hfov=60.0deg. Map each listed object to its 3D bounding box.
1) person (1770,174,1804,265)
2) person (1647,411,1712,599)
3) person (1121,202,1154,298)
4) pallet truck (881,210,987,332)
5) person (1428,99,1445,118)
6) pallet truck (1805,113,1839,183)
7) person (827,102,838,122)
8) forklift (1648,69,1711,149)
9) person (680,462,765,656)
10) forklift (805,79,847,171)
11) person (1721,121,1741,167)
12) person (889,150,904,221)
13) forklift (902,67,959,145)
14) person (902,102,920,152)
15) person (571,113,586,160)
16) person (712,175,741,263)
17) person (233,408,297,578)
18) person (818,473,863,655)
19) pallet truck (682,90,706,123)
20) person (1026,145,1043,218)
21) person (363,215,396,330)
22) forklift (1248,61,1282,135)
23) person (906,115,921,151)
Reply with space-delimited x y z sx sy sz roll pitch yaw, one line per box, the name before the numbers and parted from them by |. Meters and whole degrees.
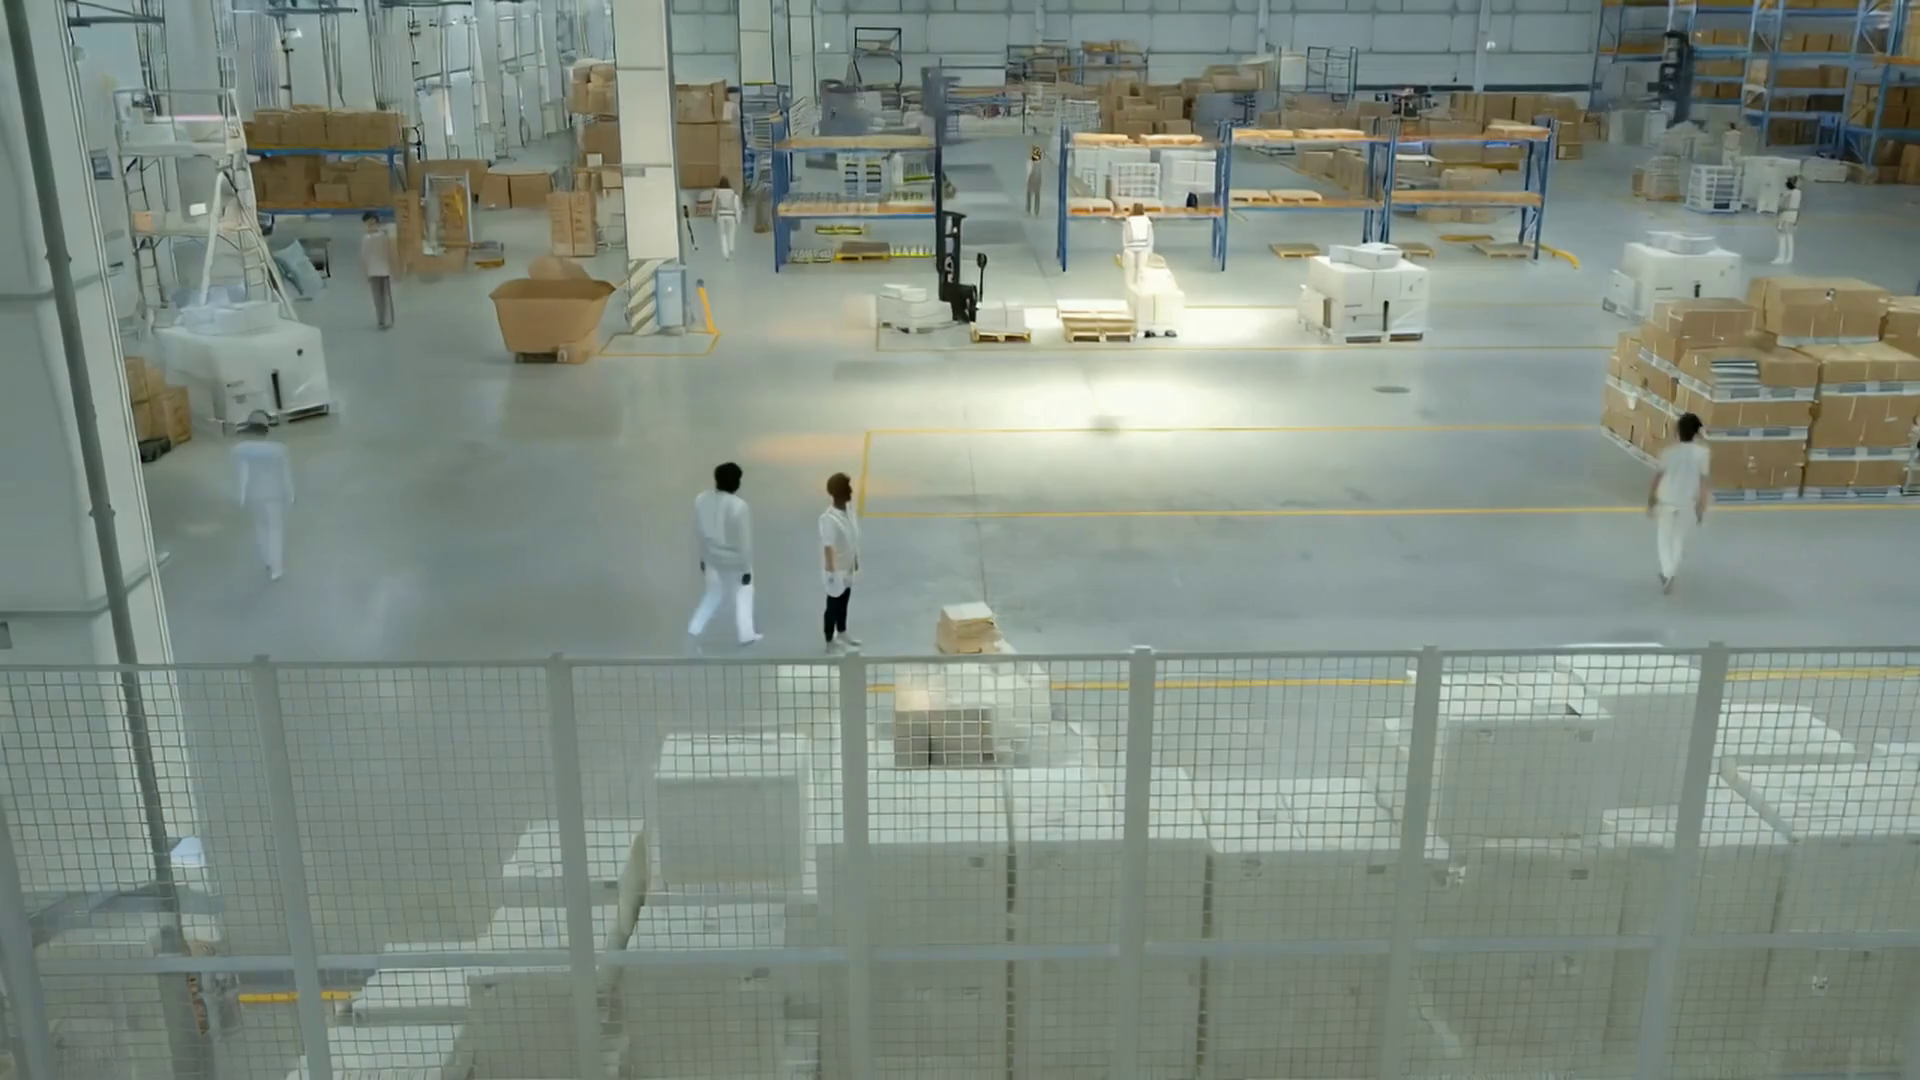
person | 17.827 -6.911 35.851 0.539 1.929 0.397 -6 20 -18
person | 7.128 -0.345 16.491 0.532 1.852 0.781 3 19 8
person | 3.406 -5.579 32.045 0.624 1.835 0.431 -1 19 -2
pallet truck | -0.493 -4.759 29.349 1.885 1.965 0.823 -13 23 -34
person | 16.736 -14.552 58.552 0.621 1.901 0.571 -4 19 -13
pallet truck | 26.403 -11.957 50.702 0.823 1.965 1.885 6 19 16
person | -4.687 -15.152 60.732 0.517 1.639 0.313 -1 19 -3
forklift | 26.017 -15.503 59.863 1.873 2.768 1.129 5 19 14
person | -2.165 0.200 14.949 0.634 1.814 0.835 13 23 34
forklift | -4.097 -13.405 53.639 1.129 2.768 1.873 -17 25 -40
person | 24.042 -12.198 51.891 0.543 1.686 0.485 5 19 14
person | -1.628 -9.108 42.351 0.371 1.934 0.627 6 19 16
forklift | -1.117 -15.934 61.139 1.873 2.768 1.129 -10 21 -28
person | -1.664 -14.067 57.073 0.633 1.920 0.569 -7 20 -20
person | -13.078 -13.993 56.901 0.552 1.912 0.879 7 20 21
person | -5.094 -7.009 36.243 0.606 1.850 0.869 -2 19 -7
person | -7.108 -0.502 17.089 0.555 1.745 0.551 -2 19 -5
person | -1.080 0.212 15.067 0.317 1.696 0.538 8 20 21
pallet truck | -9.671 -15.907 62.421 0.823 1.965 1.885 5 19 15
person | 1.927 -9.231 42.849 0.505 1.847 0.344 -13 23 -34
person | -10.187 -4.676 29.106 0.386 1.992 0.625 6 20 19
forklift | 12.259 -17.516 65.833 1.873 2.768 1.129 -1 19 -1
person | -1.491 -12.760 53.476 0.486 1.744 0.311 -5 19 -14
